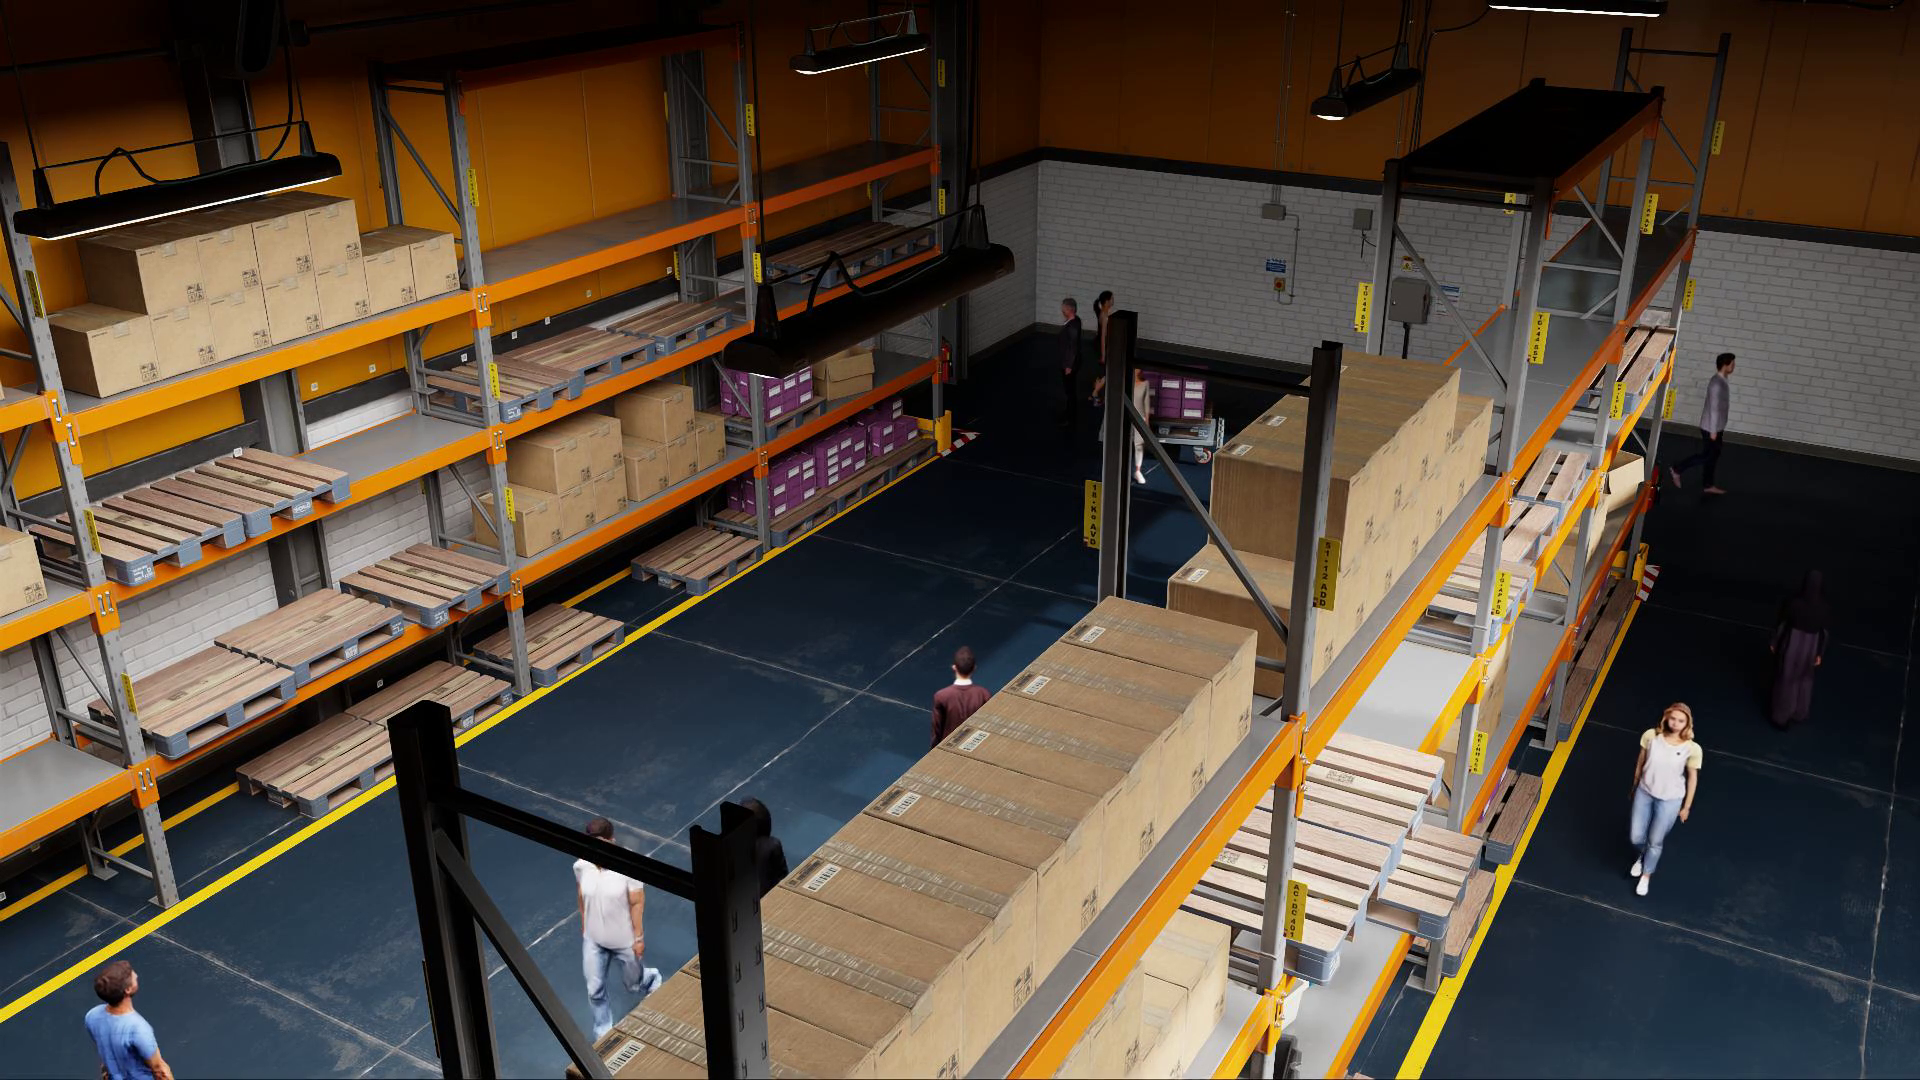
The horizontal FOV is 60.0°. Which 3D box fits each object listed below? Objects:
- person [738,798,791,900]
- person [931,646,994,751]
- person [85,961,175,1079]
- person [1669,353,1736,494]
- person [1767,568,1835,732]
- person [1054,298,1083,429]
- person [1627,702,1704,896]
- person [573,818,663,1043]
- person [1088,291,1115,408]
[{"bbox_3d":[-1.456,2.618,11.790,0.749,1.697,0.773,1,24,3],"label":"person"},{"bbox_3d":[0.014,1.744,13.587,0.778,1.859,0.809,-3,24,-7],"label":"person"},{"bbox_3d":[-4.948,3.379,9.887,0.653,1.827,1.206,12,26,25],"label":"person"},{"bbox_3d":[9.406,-1.460,20.945,0.730,1.837,0.855,13,27,27],"label":"person"},{"bbox_3d":[7.812,1.038,15.517,0.681,1.608,0.802,8,25,18],"label":"person"},{"bbox_3d":[1.536,-2.510,23.348,0.871,1.836,0.738,0,24,0],"label":"person"},{"bbox_3d":[5.563,2.005,13.172,0.666,1.713,0.687,16,28,33],"label":"person"},{"bbox_3d":[-2.352,2.681,11.480,0.873,1.830,1.155,6,24,13],"label":"person"},{"bbox_3d":[1.981,-2.744,24.031,0.773,1.719,0.710,-4,24,-9],"label":"person"}]
